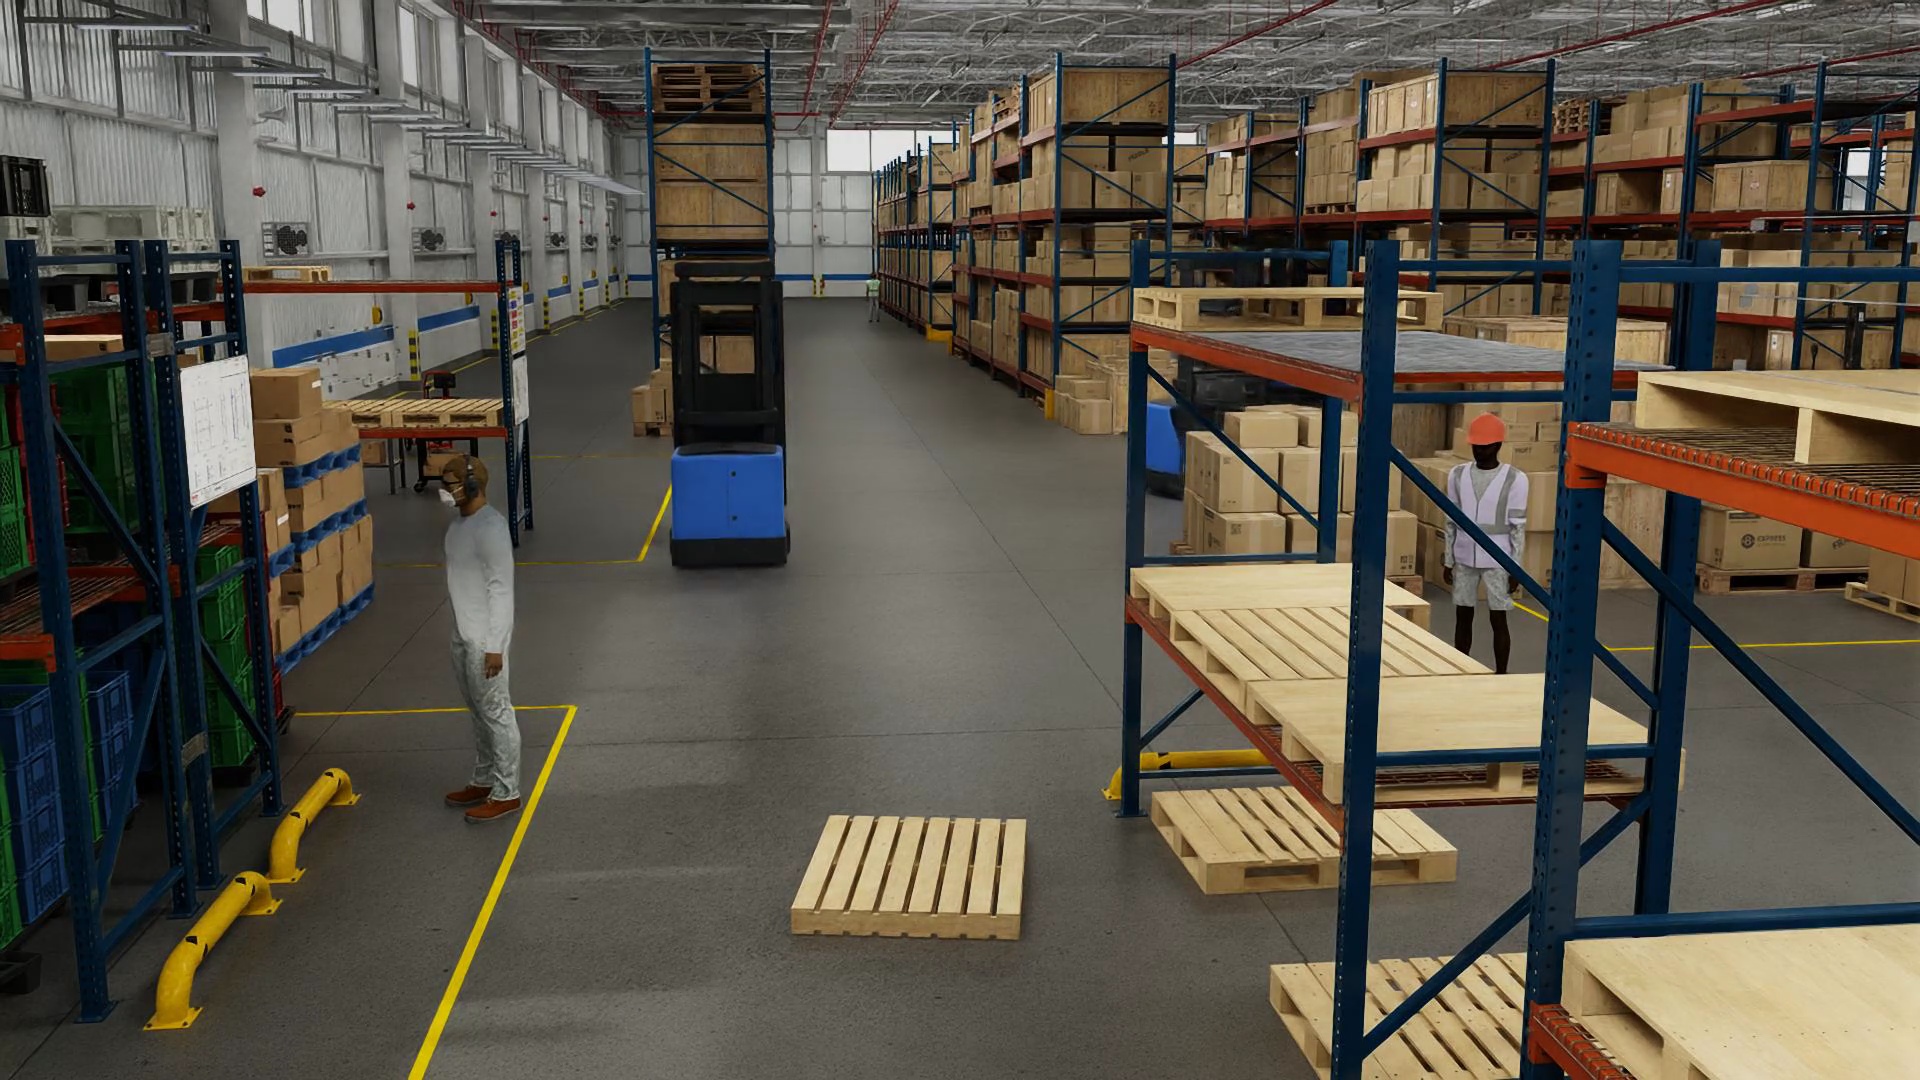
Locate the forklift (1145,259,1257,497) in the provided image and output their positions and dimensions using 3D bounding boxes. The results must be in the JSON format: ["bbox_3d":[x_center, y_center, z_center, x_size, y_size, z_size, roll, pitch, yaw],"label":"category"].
[{"bbox_3d":[2.960,-1.905,19.491,1.129,2.768,1.873,-5,11,-25],"label":"forklift"}]

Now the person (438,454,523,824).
[{"bbox_3d":[-2.525,0.507,8.730,0.355,1.938,0.637,-7,12,-33],"label":"person"}]

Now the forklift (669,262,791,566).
[{"bbox_3d":[-2.217,-1.260,15.915,1.129,2.768,1.873,-1,10,-6],"label":"forklift"}]

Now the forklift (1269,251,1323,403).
[{"bbox_3d":[6.187,-4.040,31.318,1.873,2.768,1.129,10,14,43],"label":"forklift"}]

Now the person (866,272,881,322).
[{"bbox_3d":[-3.198,-9.014,61.739,0.571,1.846,0.382,-2,10,-9],"label":"person"}]

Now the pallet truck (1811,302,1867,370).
[{"bbox_3d":[15.846,-3.142,28.793,1.885,1.965,0.823,2,10,12],"label":"pallet truck"}]

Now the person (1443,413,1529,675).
[{"bbox_3d":[3.411,0.128,10.876,0.543,1.928,0.399,9,13,40],"label":"person"}]

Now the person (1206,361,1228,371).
[{"bbox_3d":[4.597,-3.122,29.668,0.515,1.640,0.315,-7,12,-35],"label":"person"}]
